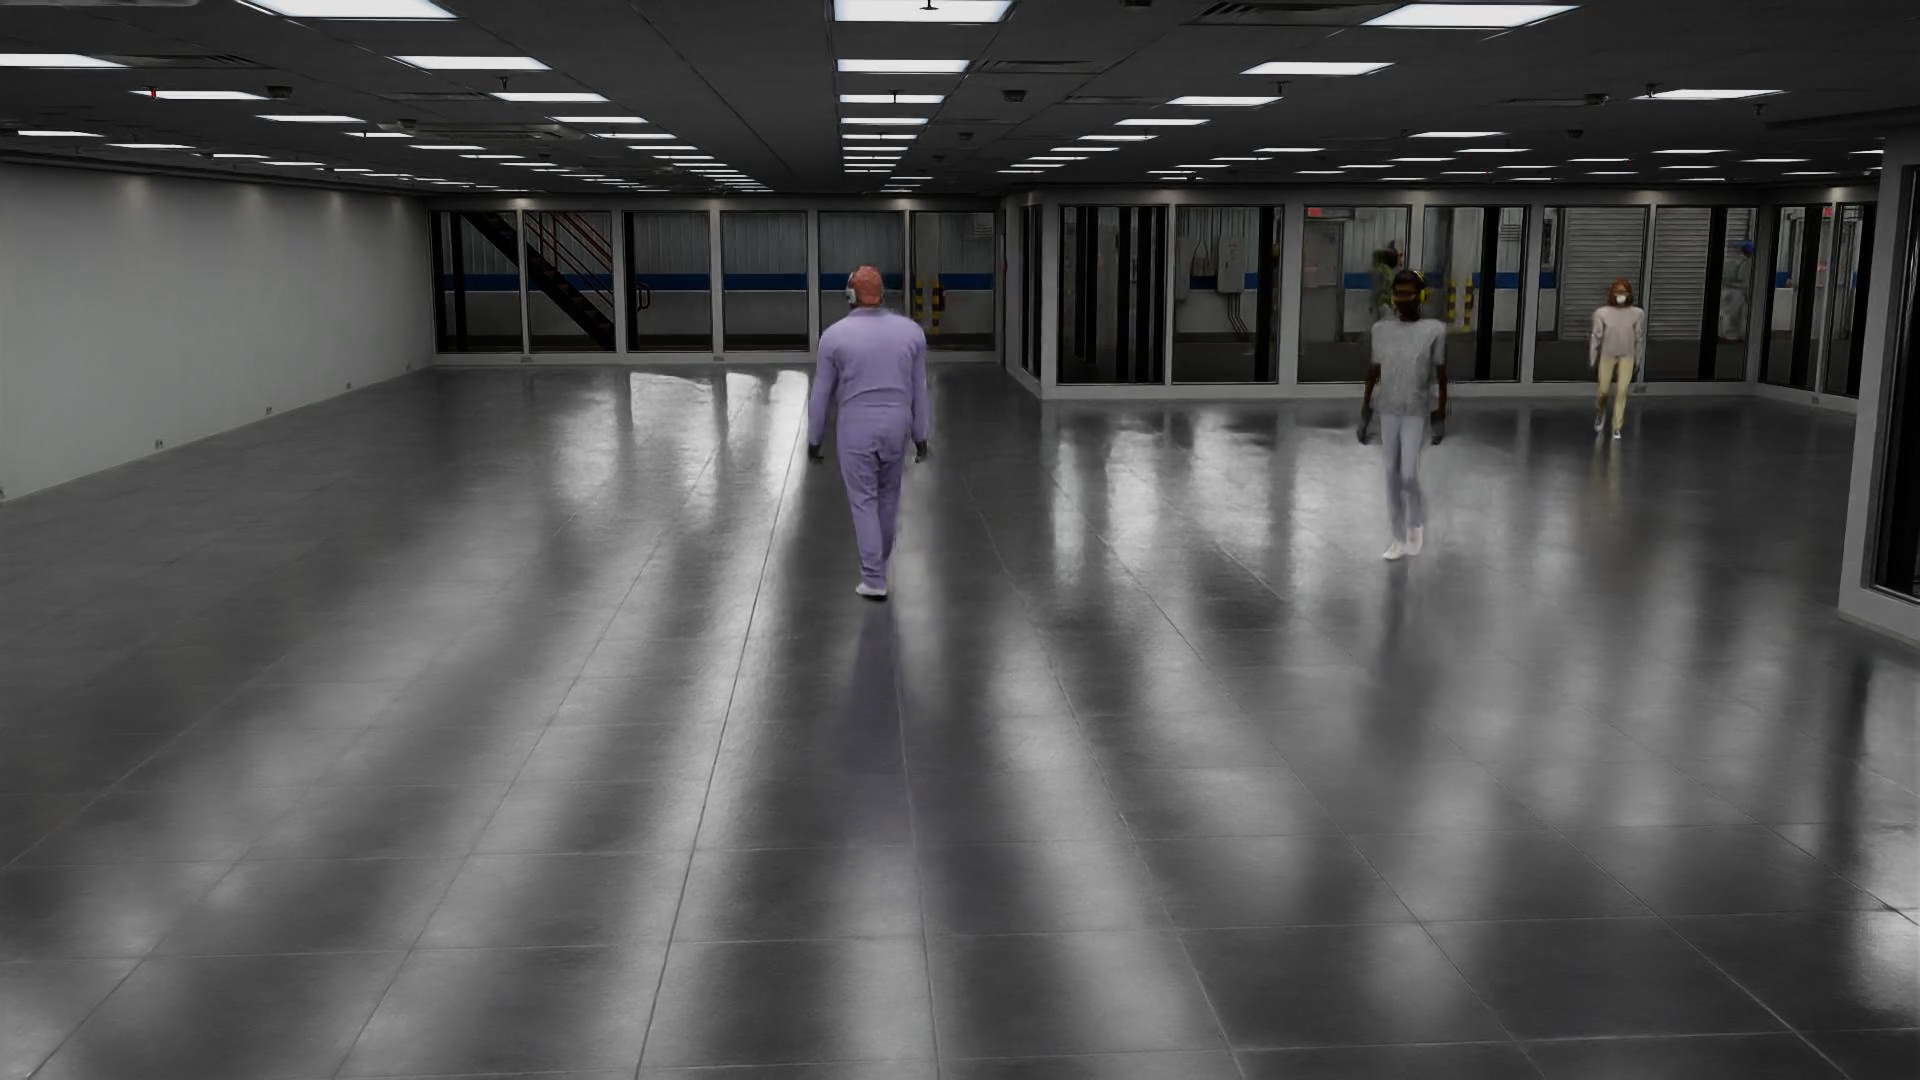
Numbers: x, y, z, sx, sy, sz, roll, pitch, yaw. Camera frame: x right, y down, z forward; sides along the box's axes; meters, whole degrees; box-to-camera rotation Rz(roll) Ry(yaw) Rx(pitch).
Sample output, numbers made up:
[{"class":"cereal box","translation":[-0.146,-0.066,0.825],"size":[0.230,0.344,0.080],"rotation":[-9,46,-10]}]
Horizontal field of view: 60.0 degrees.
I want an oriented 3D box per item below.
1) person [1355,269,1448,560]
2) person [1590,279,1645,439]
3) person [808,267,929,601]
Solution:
[{"class":"person","translation":[2.789,-0.784,10.556],"size":[0.524,1.853,0.408],"rotation":[8,13,36]},{"class":"person","translation":[6.657,-1.835,16.868],"size":[0.499,1.620,0.394],"rotation":[3,11,15]},{"class":"person","translation":[-0.569,-0.624,9.610],"size":[0.676,1.876,0.798],"rotation":[-5,12,-24]}]
